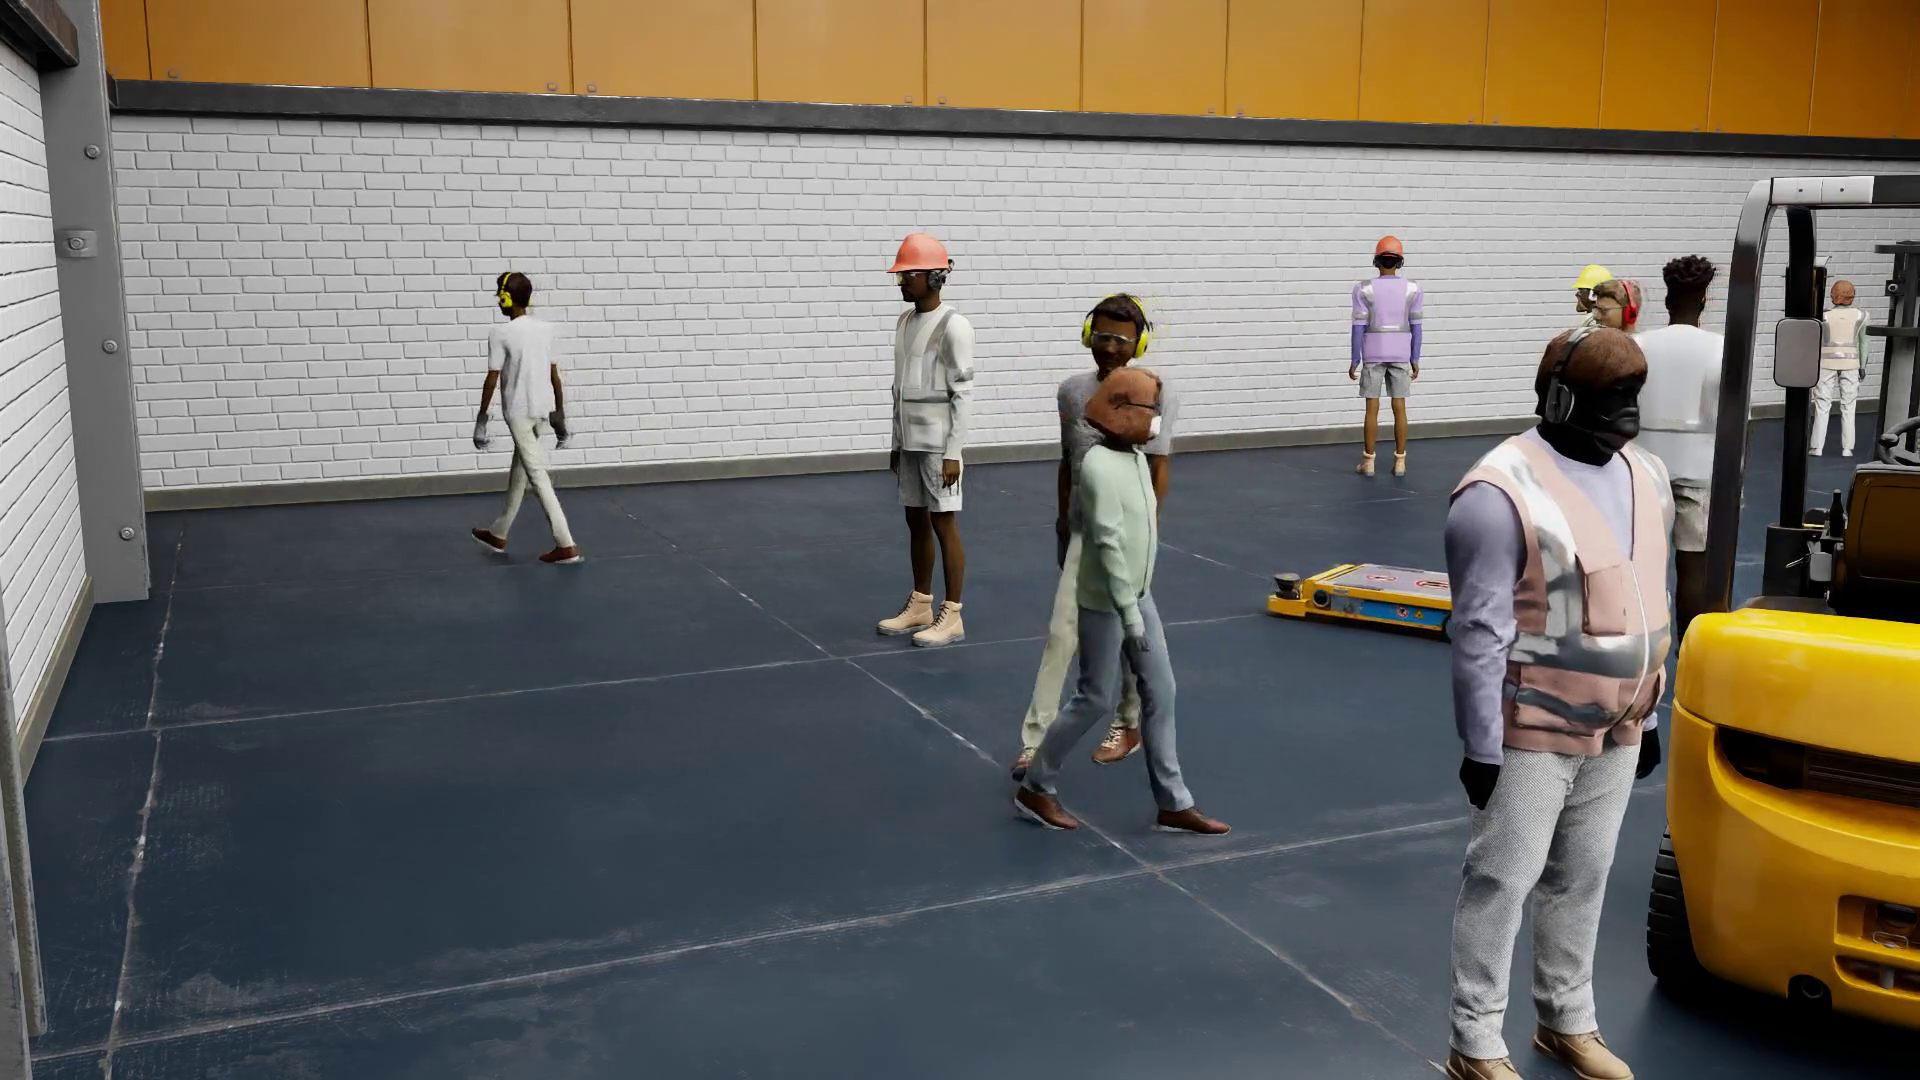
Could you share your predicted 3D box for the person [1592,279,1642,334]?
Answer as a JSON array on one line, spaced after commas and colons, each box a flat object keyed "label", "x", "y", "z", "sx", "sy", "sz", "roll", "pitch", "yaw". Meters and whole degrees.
[{"label": "person", "x": 3.261, "y": -0.367, "z": 8.227, "sx": 0.521, "sy": 1.825, "sz": 0.576, "roll": -3, "pitch": 11, "yaw": -14}]

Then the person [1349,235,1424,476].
[{"label": "person", "x": 3.625, "y": -1.562, "z": 14.202, "sx": 0.605, "sy": 2.045, "sz": 0.378, "roll": 1, "pitch": 10, "yaw": 3}]

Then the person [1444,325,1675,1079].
[{"label": "person", "x": 1.393, "y": 0.424, "z": 3.858, "sx": 0.618, "sy": 1.836, "sz": 0.432, "roll": -6, "pitch": 12, "yaw": -29}]

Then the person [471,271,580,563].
[{"label": "person", "x": -2.789, "y": -0.768, "z": 10.457, "sx": 0.994, "sy": 1.813, "sz": 0.553, "roll": 6, "pitch": 12, "yaw": 30}]

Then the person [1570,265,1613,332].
[{"label": "person", "x": 4.536, "y": -1.062, "z": 12.025, "sx": 0.404, "sy": 1.833, "sz": 0.590, "roll": 4, "pitch": 11, "yaw": 19}]

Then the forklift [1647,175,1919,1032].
[{"label": "forklift", "x": 2.810, "y": 0.094, "z": 4.662, "sx": 1.214, "sy": 2.155, "sz": 2.313, "roll": 7, "pitch": 12, "yaw": 34}]

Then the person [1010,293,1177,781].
[{"label": "person", "x": 0.525, "y": 0.014, "z": 6.135, "sx": 0.509, "sy": 1.815, "sz": 0.931, "roll": 5, "pitch": 11, "yaw": 24}]

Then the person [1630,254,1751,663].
[{"label": "person", "x": 3.213, "y": -0.301, "z": 7.508, "sx": 0.612, "sy": 1.957, "sz": 0.387, "roll": 7, "pitch": 12, "yaw": 33}]

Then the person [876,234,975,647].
[{"label": "person", "x": -0.178, "y": -0.492, "z": 8.307, "sx": 0.377, "sy": 2.044, "sz": 0.608, "roll": -7, "pitch": 12, "yaw": -34}]

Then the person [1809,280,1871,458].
[{"label": "person", "x": 8.096, "y": -1.570, "z": 15.359, "sx": 0.514, "sy": 1.642, "sz": 0.310, "roll": 3, "pitch": 11, "yaw": 18}]

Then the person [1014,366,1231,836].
[{"label": "person", "x": 0.529, "y": 0.214, "z": 5.603, "sx": 0.719, "sy": 1.605, "sz": 0.503, "roll": 5, "pitch": 12, "yaw": 27}]

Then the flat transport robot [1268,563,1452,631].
[{"label": "flat transport robot", "x": 2.417, "y": 0.317, "z": 8.731, "sx": 1.431, "sy": 0.197, "sz": 0.652, "roll": 7, "pitch": 13, "yaw": 36}]
